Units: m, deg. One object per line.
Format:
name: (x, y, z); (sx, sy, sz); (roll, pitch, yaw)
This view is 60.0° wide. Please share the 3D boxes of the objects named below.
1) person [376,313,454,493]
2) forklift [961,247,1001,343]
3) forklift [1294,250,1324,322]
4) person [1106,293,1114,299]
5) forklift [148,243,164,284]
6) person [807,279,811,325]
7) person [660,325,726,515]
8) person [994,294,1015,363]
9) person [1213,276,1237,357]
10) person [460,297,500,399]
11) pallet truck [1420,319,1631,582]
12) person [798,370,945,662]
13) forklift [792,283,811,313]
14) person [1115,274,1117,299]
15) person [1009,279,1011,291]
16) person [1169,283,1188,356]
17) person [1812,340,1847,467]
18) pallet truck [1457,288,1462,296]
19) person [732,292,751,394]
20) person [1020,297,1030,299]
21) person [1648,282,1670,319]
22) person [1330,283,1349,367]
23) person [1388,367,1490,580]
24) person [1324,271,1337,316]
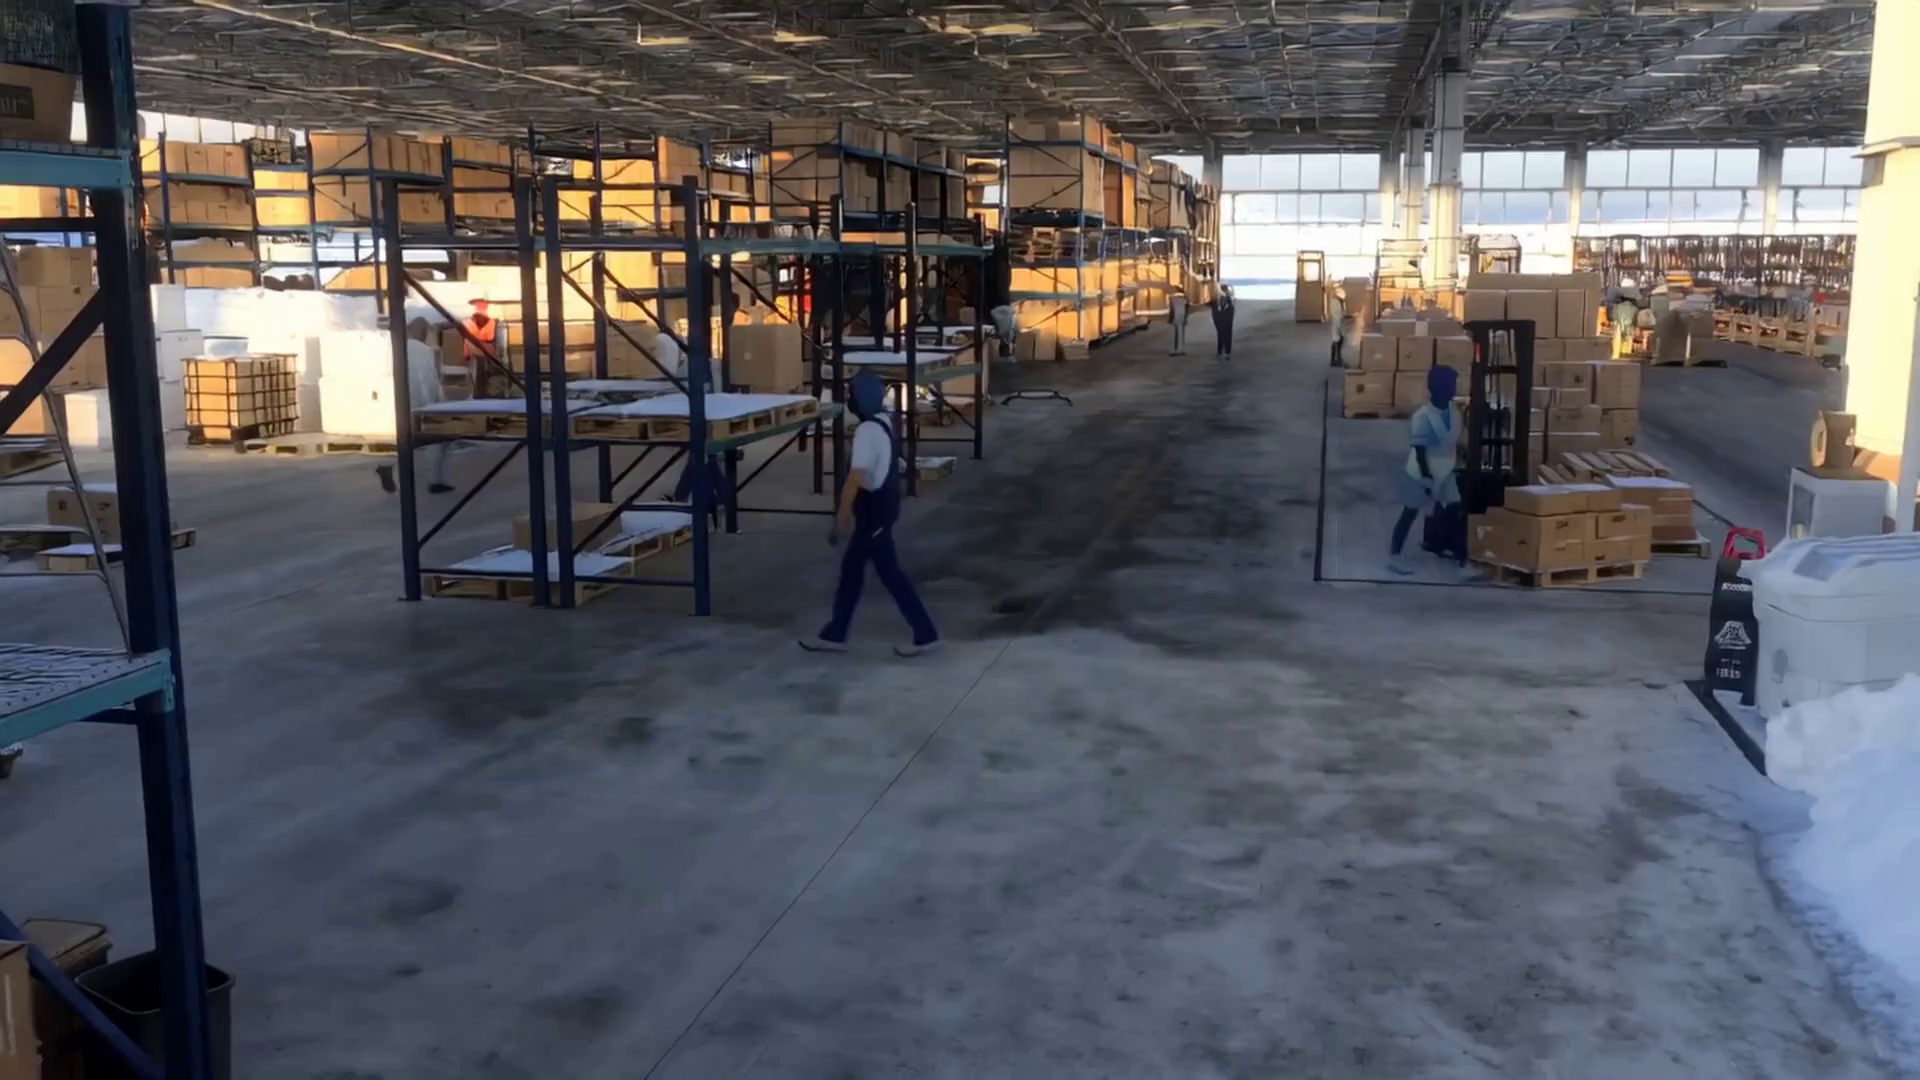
person: (-5.722, -1.407, 17.402); (0.636, 1.917, 0.773); (7, 12, 34)
forklift: (0.716, -7.269, 49.252); (1.129, 2.768, 1.873); (2, 10, 12)
forklift: (13.778, -10.002, 65.433); (1.129, 2.768, 1.873); (2, 10, 12)
person: (7.544, -12.491, 83.267); (0.621, 1.837, 0.429); (-5, 11, -27)
forklift: (-18.115, -5.218, 37.106); (1.873, 2.768, 1.129); (2, 10, 12)
person: (-4.878, -8.017, 56.336); (0.619, 1.994, 1.049); (2, 10, 14)
person: (-2.621, -1.182, 16.172); (0.926, 1.864, 0.622); (4, 10, 21)
person: (1.071, -5.054, 39.729); (0.528, 1.666, 0.837); (-3, 10, -18)
person: (6.693, -5.693, 42.402); (0.536, 2.000, 0.676); (9, 13, 43)
person: (-7.668, -2.942, 26.632); (0.600, 1.860, 0.997); (-4, 11, -24)
pallet truck: (4.543, -0.757, 13.299); (0.823, 1.965, 1.885); (-4, 10, -22)
person: (-0.526, -0.140, 10.253); (0.958, 1.805, 0.535); (2, 10, 10)
forklift: (-7.110, -11.750, 75.783); (1.129, 2.768, 1.873); (2, 10, 12)
person: (8.660, -13.862, 91.745); (0.553, 1.707, 0.515); (-2, 10, -10)
person: (1.762, -7.733, 54.943); (0.641, 1.889, 0.529); (4, 10, 21)
person: (5.586, -5.633, 42.571); (0.519, 1.865, 0.335); (-4, 10, -20)
person: (8.440, -1.057, 15.941); (0.493, 1.718, 0.811); (-7, 12, -38)
pallet truck: (20.506, -9.785, 68.819); (0.653, 1.274, 1.630); (2, 10, 12)
person: (-3.543, -2.966, 26.512); (0.387, 1.956, 0.604); (3, 10, 16)
person: (2.173, -7.465, 53.907); (0.541, 1.695, 0.316); (-5, 11, -27)
person: (20.410, -6.620, 48.585); (0.592, 1.813, 0.768); (3, 10, 15)
person: (8.764, -4.947, 38.295); (0.374, 1.933, 0.552); (-4, 10, -21)
person: (3.678, -0.501, 12.797); (0.563, 1.644, 0.865); (-6, 11, -32)
person: (16.164, -10.776, 72.802); (0.634, 1.937, 0.355); (3, 10, 16)
